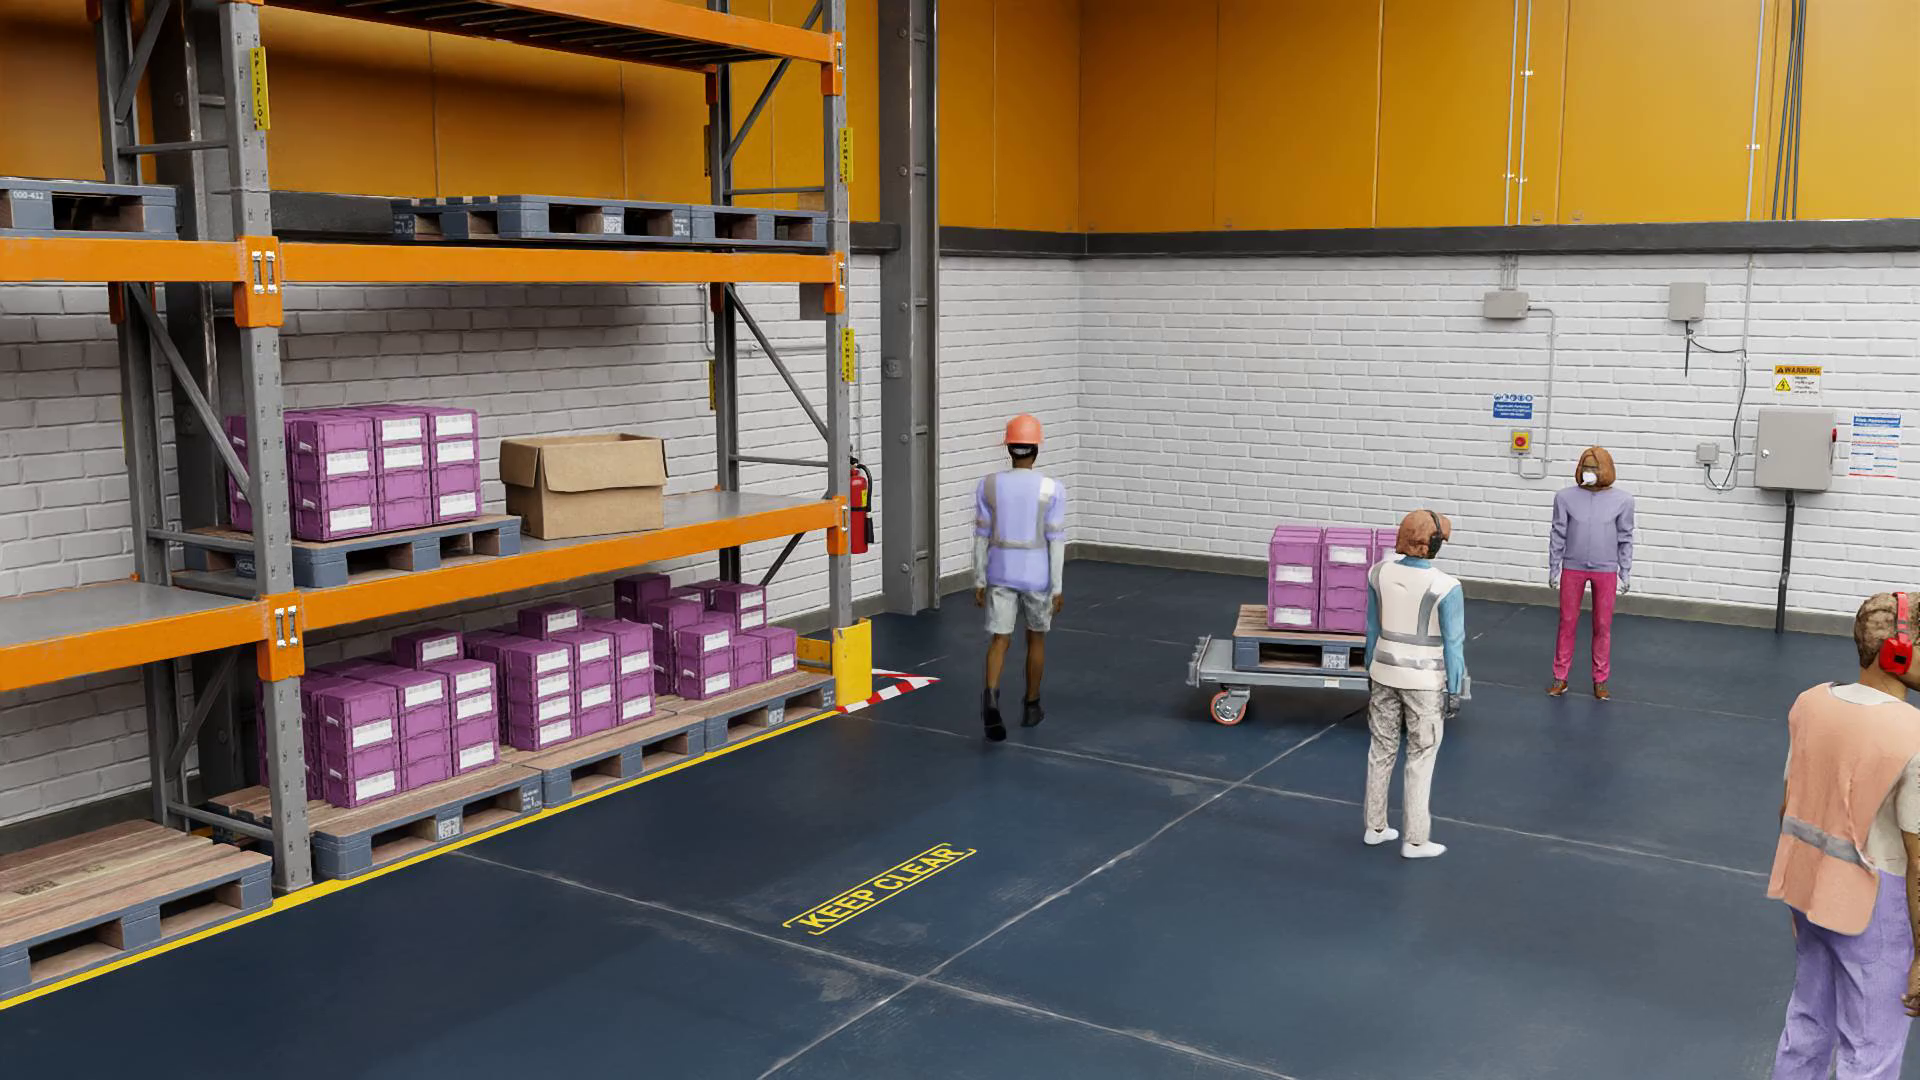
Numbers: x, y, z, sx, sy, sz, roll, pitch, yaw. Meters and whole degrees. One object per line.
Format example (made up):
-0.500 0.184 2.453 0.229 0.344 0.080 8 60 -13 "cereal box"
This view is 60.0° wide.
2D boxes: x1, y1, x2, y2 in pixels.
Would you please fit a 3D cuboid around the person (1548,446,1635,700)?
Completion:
4.039 0.211 10.664 0.503 1.631 0.282 4 10 23 "person"

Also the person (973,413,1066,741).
0.335 0.217 9.739 0.550 1.912 0.851 2 9 14 "person"

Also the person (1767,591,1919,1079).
2.445 1.047 4.553 0.393 1.842 0.564 -1 9 -9 "person"

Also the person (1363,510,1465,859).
2.092 0.668 7.710 0.320 1.631 0.525 -7 11 -40 "person"
